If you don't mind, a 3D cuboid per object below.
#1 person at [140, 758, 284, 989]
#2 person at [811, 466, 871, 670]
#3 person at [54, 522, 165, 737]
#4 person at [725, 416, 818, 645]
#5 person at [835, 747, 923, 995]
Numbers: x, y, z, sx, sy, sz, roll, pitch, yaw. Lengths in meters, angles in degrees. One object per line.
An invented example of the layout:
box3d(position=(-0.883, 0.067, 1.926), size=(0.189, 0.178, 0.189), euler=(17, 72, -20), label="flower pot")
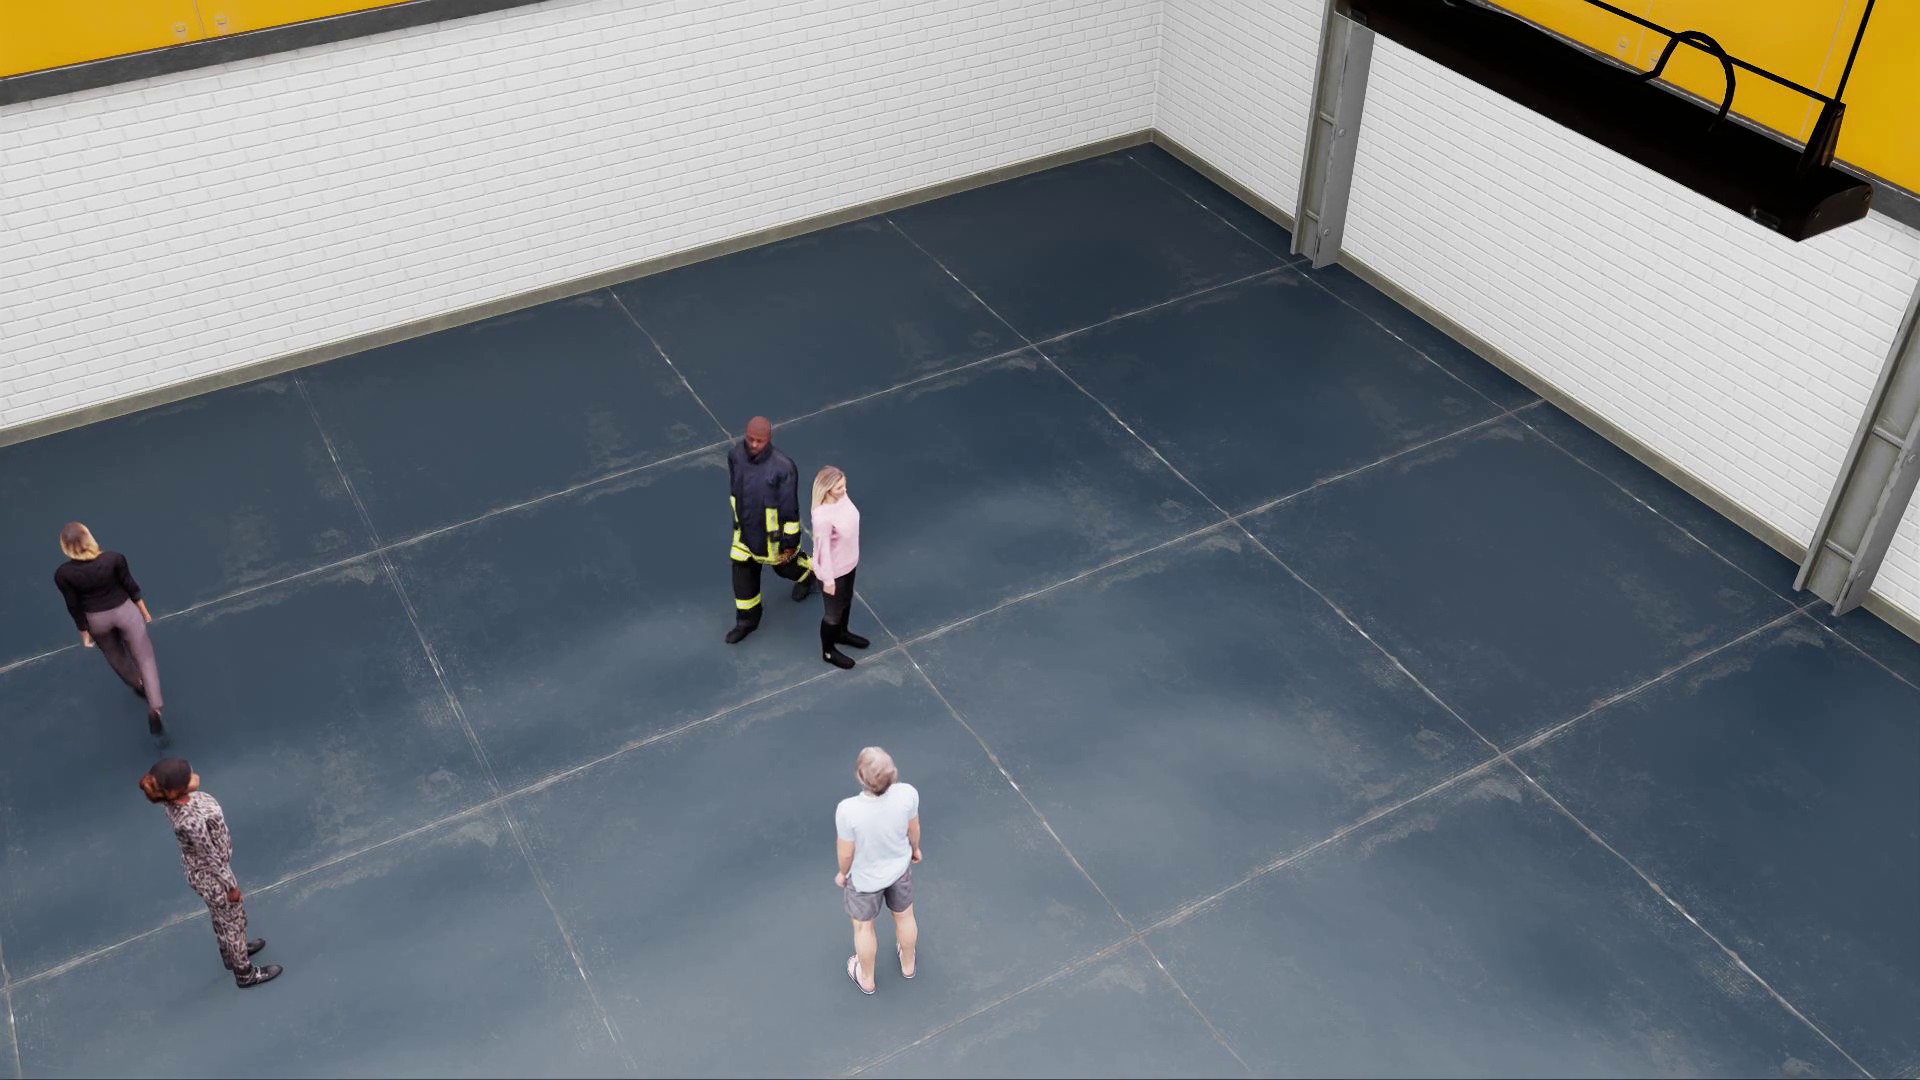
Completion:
box3d(position=(-4.210, 1.856, 9.340), size=(0.665, 1.714, 0.519), euler=(-27, 46, -29), label="person")
box3d(position=(-0.874, 0.162, 11.486), size=(0.737, 1.683, 0.688), euler=(12, 40, 14), label="person")
box3d(position=(-5.556, 0.603, 10.965), size=(0.606, 1.645, 0.979), euler=(-18, 42, -22), label="person")
box3d(position=(-1.322, -0.164, 11.814), size=(1.267, 1.783, 1.189), euler=(20, 43, 23), label="person")
box3d(position=(-0.451, 1.840, 9.265), size=(0.689, 1.832, 0.591), euler=(-14, 41, -17), label="person")
